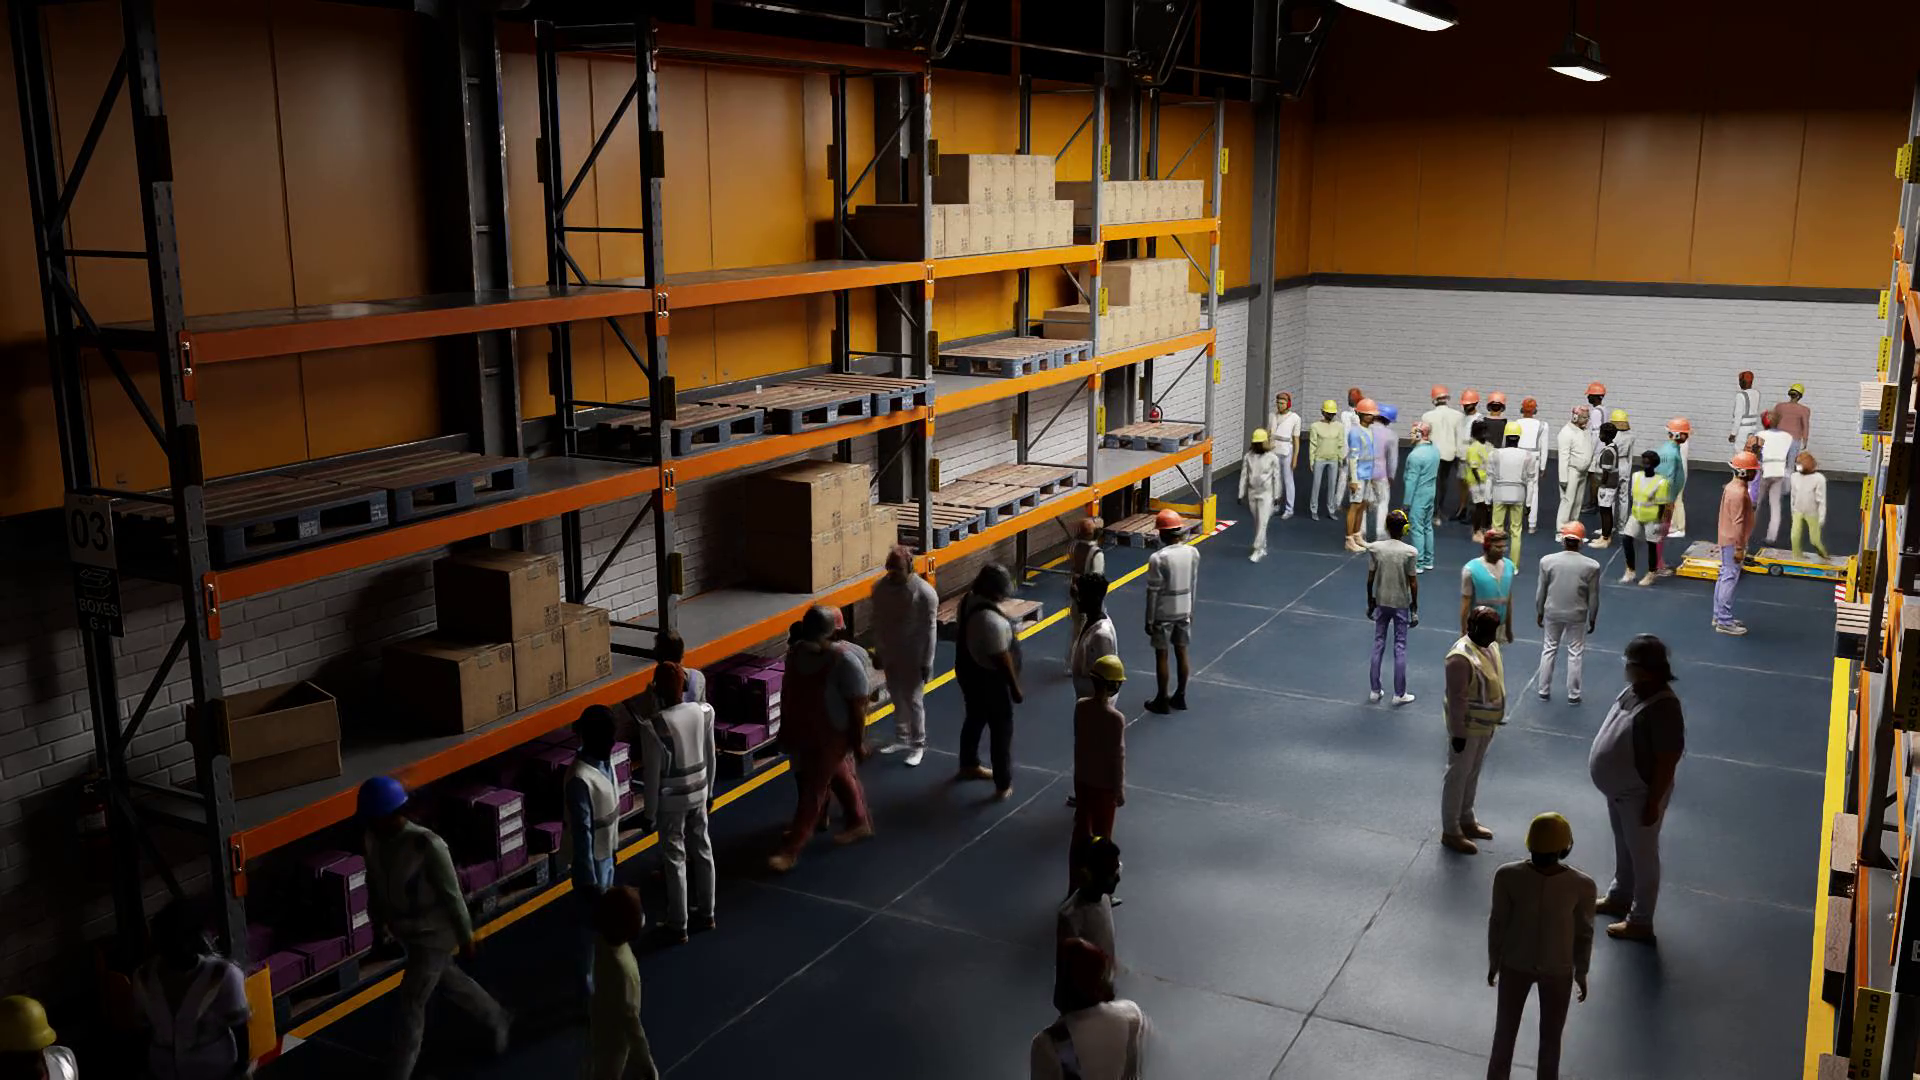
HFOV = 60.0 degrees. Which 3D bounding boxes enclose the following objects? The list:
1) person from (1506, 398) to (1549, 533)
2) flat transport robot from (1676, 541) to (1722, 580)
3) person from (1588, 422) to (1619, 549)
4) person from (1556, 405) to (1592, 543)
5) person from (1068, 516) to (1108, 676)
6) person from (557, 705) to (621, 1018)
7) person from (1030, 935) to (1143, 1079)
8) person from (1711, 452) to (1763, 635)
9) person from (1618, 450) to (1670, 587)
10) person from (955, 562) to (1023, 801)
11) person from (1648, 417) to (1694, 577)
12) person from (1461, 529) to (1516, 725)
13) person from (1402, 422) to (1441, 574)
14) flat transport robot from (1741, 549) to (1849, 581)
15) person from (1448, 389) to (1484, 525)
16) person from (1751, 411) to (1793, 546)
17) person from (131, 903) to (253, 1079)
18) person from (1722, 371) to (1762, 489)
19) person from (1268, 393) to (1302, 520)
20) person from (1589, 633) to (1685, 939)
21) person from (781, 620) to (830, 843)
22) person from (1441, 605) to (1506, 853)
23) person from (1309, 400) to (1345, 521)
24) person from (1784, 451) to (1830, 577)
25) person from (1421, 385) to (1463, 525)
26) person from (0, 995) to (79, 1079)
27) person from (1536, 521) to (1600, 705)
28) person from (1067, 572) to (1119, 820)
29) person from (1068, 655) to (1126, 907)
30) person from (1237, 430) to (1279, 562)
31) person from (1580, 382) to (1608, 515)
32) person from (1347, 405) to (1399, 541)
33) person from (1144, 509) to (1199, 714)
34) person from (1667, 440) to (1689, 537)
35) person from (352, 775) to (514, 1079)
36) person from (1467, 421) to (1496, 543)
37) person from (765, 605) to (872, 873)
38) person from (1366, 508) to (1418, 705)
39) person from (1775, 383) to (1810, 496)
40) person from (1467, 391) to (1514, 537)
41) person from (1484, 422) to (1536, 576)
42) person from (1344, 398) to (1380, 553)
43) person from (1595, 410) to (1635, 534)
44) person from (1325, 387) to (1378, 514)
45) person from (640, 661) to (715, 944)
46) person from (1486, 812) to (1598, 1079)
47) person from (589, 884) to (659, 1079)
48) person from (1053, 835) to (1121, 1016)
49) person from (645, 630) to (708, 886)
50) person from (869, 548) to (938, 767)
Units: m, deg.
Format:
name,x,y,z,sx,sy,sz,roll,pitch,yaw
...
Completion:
name,x,y,z,sx,sy,sz,roll,pitch,yaw
person,7.837,-1.029,23.074,0.575,1.882,0.360,3,13,15
flat transport robot,9.509,0.252,20.977,0.652,0.197,1.431,8,15,31
person,8.610,-0.728,22.162,0.319,1.694,0.532,6,14,27
person,8.277,-0.880,22.388,0.658,1.893,0.400,-11,17,-41
person,1.267,0.576,16.479,0.420,1.625,0.520,-7,14,-29
person,-2.187,1.895,9.914,0.383,1.912,0.591,0,13,1
person,0.541,2.568,7.000,0.591,1.870,0.603,-8,15,-33
person,8.452,0.022,18.116,0.381,1.995,0.611,4,13,17
person,8.223,-0.251,20.021,0.571,1.675,0.553,-7,14,-29
person,0.234,1.056,13.380,0.547,2.000,0.752,-5,14,-23
person,8.818,-0.542,20.663,0.406,1.986,0.619,5,14,22
person,4.743,0.786,15.049,0.565,1.840,0.391,-6,14,-25
person,5.735,-0.534,20.826,0.397,1.901,0.648,11,16,40
flat transport robot,10.556,0.313,20.702,1.431,0.197,0.652,8,15,32
person,7.223,-1.185,23.674,0.385,1.929,0.543,-5,14,-23
person,10.882,-0.847,22.474,0.580,1.781,0.940,0,13,-1
person,-3.590,2.474,7.833,0.543,1.685,0.437,1,13,4
person,12.320,-1.723,26.171,0.573,1.887,0.356,-9,15,-34
person,4.685,-1.222,24.045,0.386,1.837,0.562,-9,15,-35
person,4.419,1.599,10.952,0.535,2.000,0.711,1,13,3
person,-1.158,1.429,12.488,0.319,1.696,0.532,7,14,27
person,3.828,1.380,12.389,0.430,1.841,0.624,11,17,40
person,5.258,-1.141,23.854,0.525,1.760,0.341,-2,13,-7
person,10.526,-0.318,20.533,0.607,1.598,0.523,-6,14,-25
person,6.830,-1.246,23.869,0.634,1.950,0.897,-1,13,-3
person,-3.711,2.665,6.668,0.403,1.824,0.594,5,13,21
person,5.742,0.681,15.731,0.568,1.743,0.350,7,14,29
person,1.043,1.206,12.878,0.372,1.966,0.608,0,13,-2
person,0.967,1.646,11.409,0.374,1.752,0.516,-7,14,-29
person,3.808,-0.566,21.396,0.501,1.696,0.876,7,15,30
person,9.258,-1.343,24.356,0.361,1.935,0.553,7,15,30
person,5.571,-0.882,22.416,0.696,1.896,0.380,3,13,15
person,1.931,0.665,15.406,0.544,1.926,0.377,-7,14,-28
person,9.847,-0.854,22.877,0.304,1.625,0.508,1,13,2
person,-2.895,2.101,9.119,0.620,1.875,1.035,10,16,37
person,7.103,-0.781,22.470,0.614,1.661,0.413,-12,17,-42
person,-1.004,1.349,12.068,1.028,2.000,0.686,-10,16,-39
person,4.081,0.625,15.696,0.520,1.873,0.328,9,15,35
person,12.831,-1.552,25.713,0.535,1.753,0.342,11,17,40
person,7.236,-1.011,22.665,0.611,2.032,0.410,3,13,15
person,6.818,-0.513,20.678,0.585,1.921,0.396,3,13,15
person,5.317,-0.854,21.926,0.375,2.042,0.615,9,15,34
person,9.041,-0.927,22.951,0.484,1.737,0.321,-5,13,-20
person,5.809,-1.313,24.409,0.590,1.858,0.869,-7,14,-29
person,-1.835,1.699,10.853,0.362,1.886,0.575,12,17,42
person,3.023,2.243,8.691,0.526,1.765,0.329,4,13,18
person,-1.604,2.444,8.178,0.860,1.580,0.517,-3,13,-14
person,0.623,2.317,8.161,0.328,1.861,0.499,6,14,25
person,-2.000,1.532,11.723,0.346,1.838,0.513,10,16,38
person,-0.499,0.974,14.130,0.643,1.883,0.531,8,15,33
